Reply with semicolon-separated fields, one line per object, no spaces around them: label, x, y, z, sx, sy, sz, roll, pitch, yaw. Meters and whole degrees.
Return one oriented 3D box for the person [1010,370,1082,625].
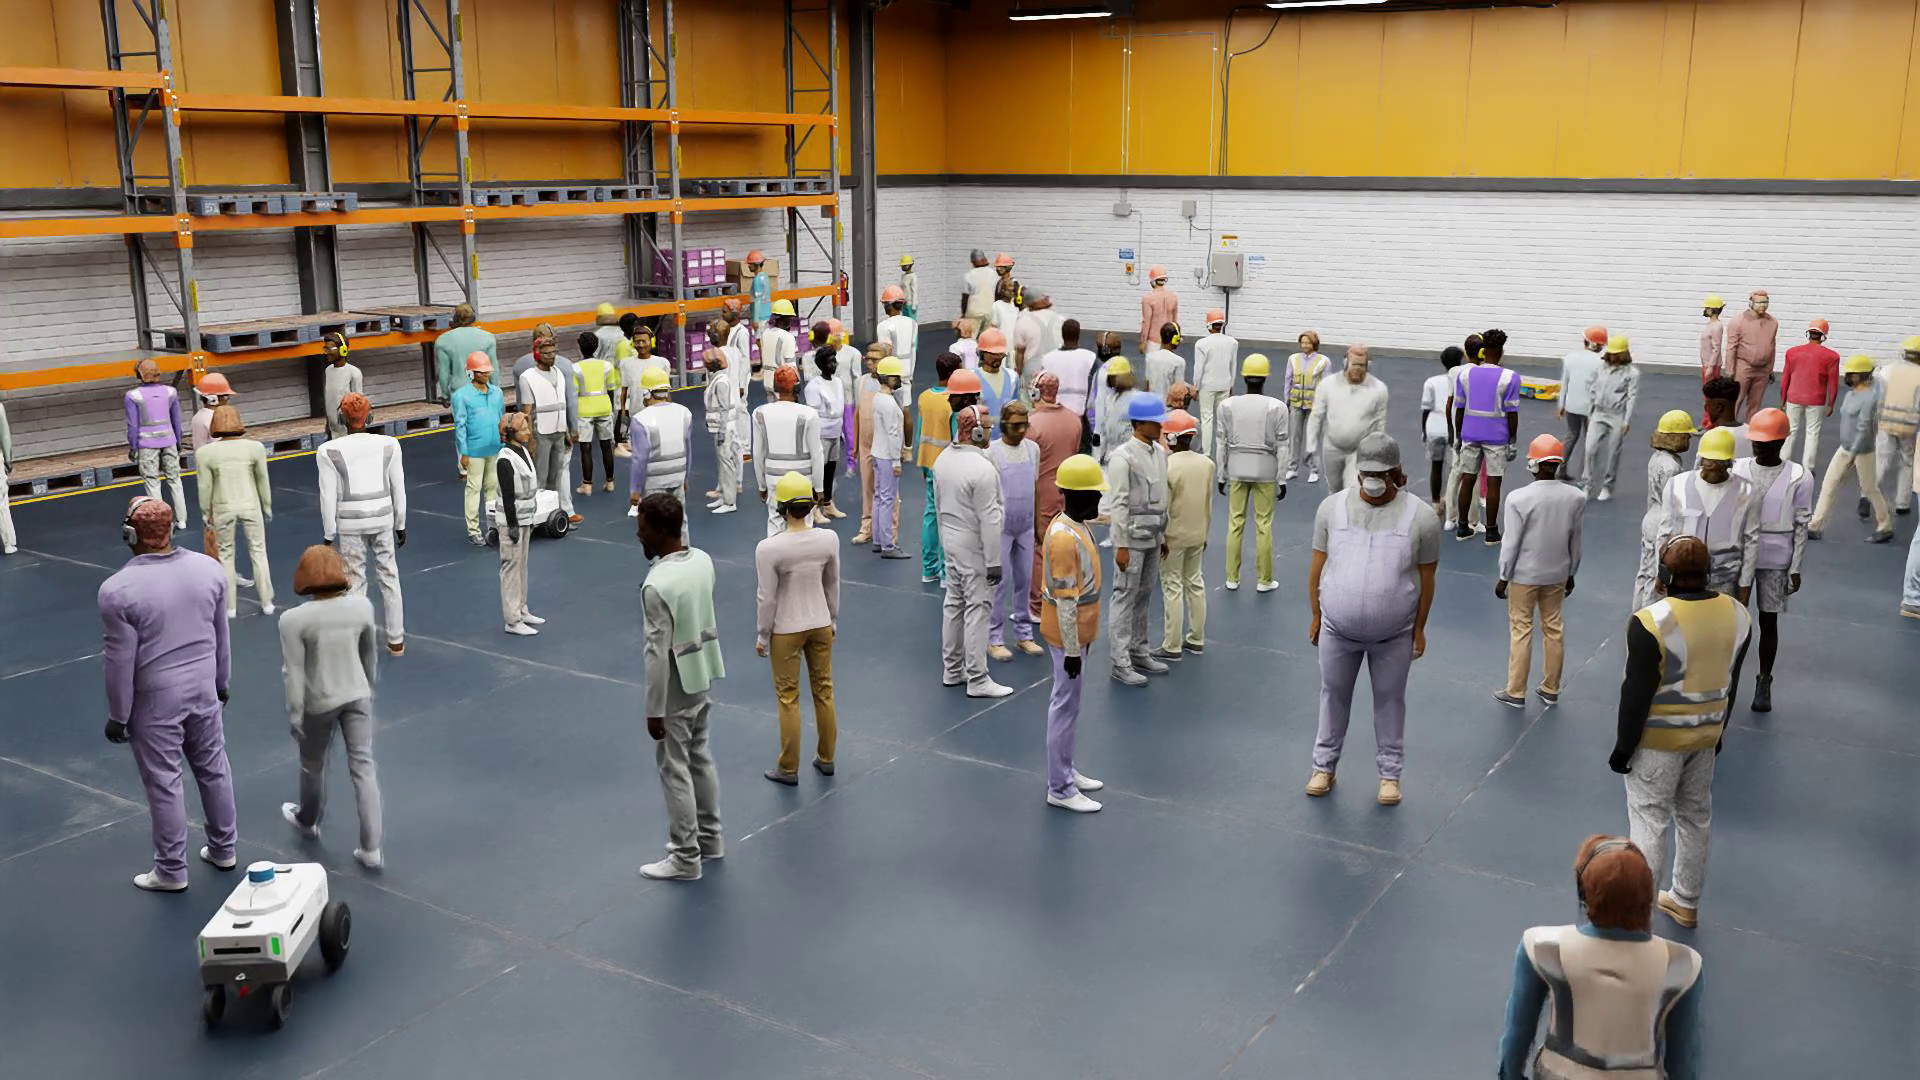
person;0.618;-0.319;12.483;0.409;1.909;0.641;11;17;40

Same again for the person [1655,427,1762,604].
person;4.678;0.190;10.455;0.592;1.826;0.403;6;14;26

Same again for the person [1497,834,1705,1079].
person;1.781;1.638;4.660;0.525;1.613;0.770;4;13;15

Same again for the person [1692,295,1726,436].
person;9.411;-2.190;20.907;0.318;1.769;0.522;4;14;16

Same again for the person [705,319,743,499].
person;-2.428;-1.336;17.030;0.346;1.846;0.506;6;14;23

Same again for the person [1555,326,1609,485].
person;6.706;-1.430;17.723;0.458;1.713;0.580;-6;14;-24

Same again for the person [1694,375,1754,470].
person;5.362;-0.184;11.778;0.607;1.960;0.383;-9;16;-35

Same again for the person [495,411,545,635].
person;-3.258;-0.129;12.241;0.314;1.642;0.514;0;13;0

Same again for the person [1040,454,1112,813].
person;0.617;0.489;8.934;0.367;1.927;0.587;2;13;7

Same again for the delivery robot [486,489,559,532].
delivery robot;-3.981;-0.295;15.134;0.477;0.478;0.707;6;14;24

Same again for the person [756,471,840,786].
person;-0.905;0.493;9.273;0.525;1.769;0.310;-9;16;-35

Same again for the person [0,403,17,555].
person;-8.543;-0.650;14.504;0.520;1.640;0.307;-10;16;-36

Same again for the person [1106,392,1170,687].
person;1.199;-0.015;11.072;0.387;1.949;0.602;9;16;34

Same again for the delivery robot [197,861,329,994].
delivery robot;-2.905;1.588;6.957;0.477;0.478;0.707;-1;13;-5

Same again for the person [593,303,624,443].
person;-4.320;-2.035;20.344;0.669;1.710;0.482;9;16;33

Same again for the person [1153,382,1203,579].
person;1.808;-0.499;13.853;0.310;1.637;0.522;-11;17;-40

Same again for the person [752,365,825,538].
person;-1.328;-0.430;13.019;0.575;1.883;0.355;4;13;16

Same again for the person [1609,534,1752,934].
person;3.173;0.877;7.450;0.626;1.840;0.429;-5;14;-21

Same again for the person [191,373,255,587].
person;-6.017;-0.487;13.547;0.342;1.748;0.573;-11;17;-38

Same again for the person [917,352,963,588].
person;-0.137;-0.570;13.549;0.373;1.917;0.595;-9;16;-35

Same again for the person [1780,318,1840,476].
person;9.291;-1.556;18.219;0.575;1.739;0.355;9;16;34

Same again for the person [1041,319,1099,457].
person;1.142;-1.267;16.664;0.611;1.870;0.953;4;14;16

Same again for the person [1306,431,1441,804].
person;2.206;0.422;8.977;0.682;2.000;0.538;5;14;20

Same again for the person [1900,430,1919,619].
person;7.435;-0.394;12.614;0.390;1.992;0.624;8;15;32

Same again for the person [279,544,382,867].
person;-3.148;0.801;8.315;0.522;1.581;0.850;-12;18;-42

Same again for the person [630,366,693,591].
person;-2.410;-0.482;13.350;0.403;1.835;0.586;10;17;38

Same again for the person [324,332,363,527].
person;-5.779;-1.013;15.573;0.513;1.872;0.328;8;15;31

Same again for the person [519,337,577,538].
person;-3.831;-0.961;15.399;0.375;1.843;0.575;6;14;24

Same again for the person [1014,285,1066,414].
person;0.977;-2.020;19.570;0.720;2.000;0.762;-5;14;-20

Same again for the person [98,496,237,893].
person;-3.780;0.731;7.929;0.407;1.909;0.638;7;15;29

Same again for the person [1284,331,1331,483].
person;3.738;-1.439;17.934;0.523;1.636;0.310;9;15;33

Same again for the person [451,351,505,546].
person;-4.311;-0.836;15.061;0.330;1.751;0.563;8;15;31

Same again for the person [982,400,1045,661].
person;0.355;-0.067;11.561;0.515;1.835;0.359;-9;16;-33

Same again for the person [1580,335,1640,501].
person;6.524;-1.207;16.744;0.501;1.704;0.724;10;16;37

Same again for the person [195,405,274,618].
person;-5.501;-0.212;12.640;0.504;1.628;0.279;-5;14;-23

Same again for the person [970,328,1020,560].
person;0.273;-0.802;14.280;0.614;2.040;0.391;-8;15;-31

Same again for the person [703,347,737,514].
person;-2.354;-1.079;16.365;0.314;1.640;0.515;-3;13;-12

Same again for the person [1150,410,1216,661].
person;1.514;-0.036;11.590;0.566;1.750;0.341;-10;16;-38

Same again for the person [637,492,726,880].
person;-1.348;0.707;8.038;0.391;1.910;0.592;4;13;15

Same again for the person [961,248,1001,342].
person;0.340;-3.693;26.826;0.729;2.000;0.540;-5;14;-22
